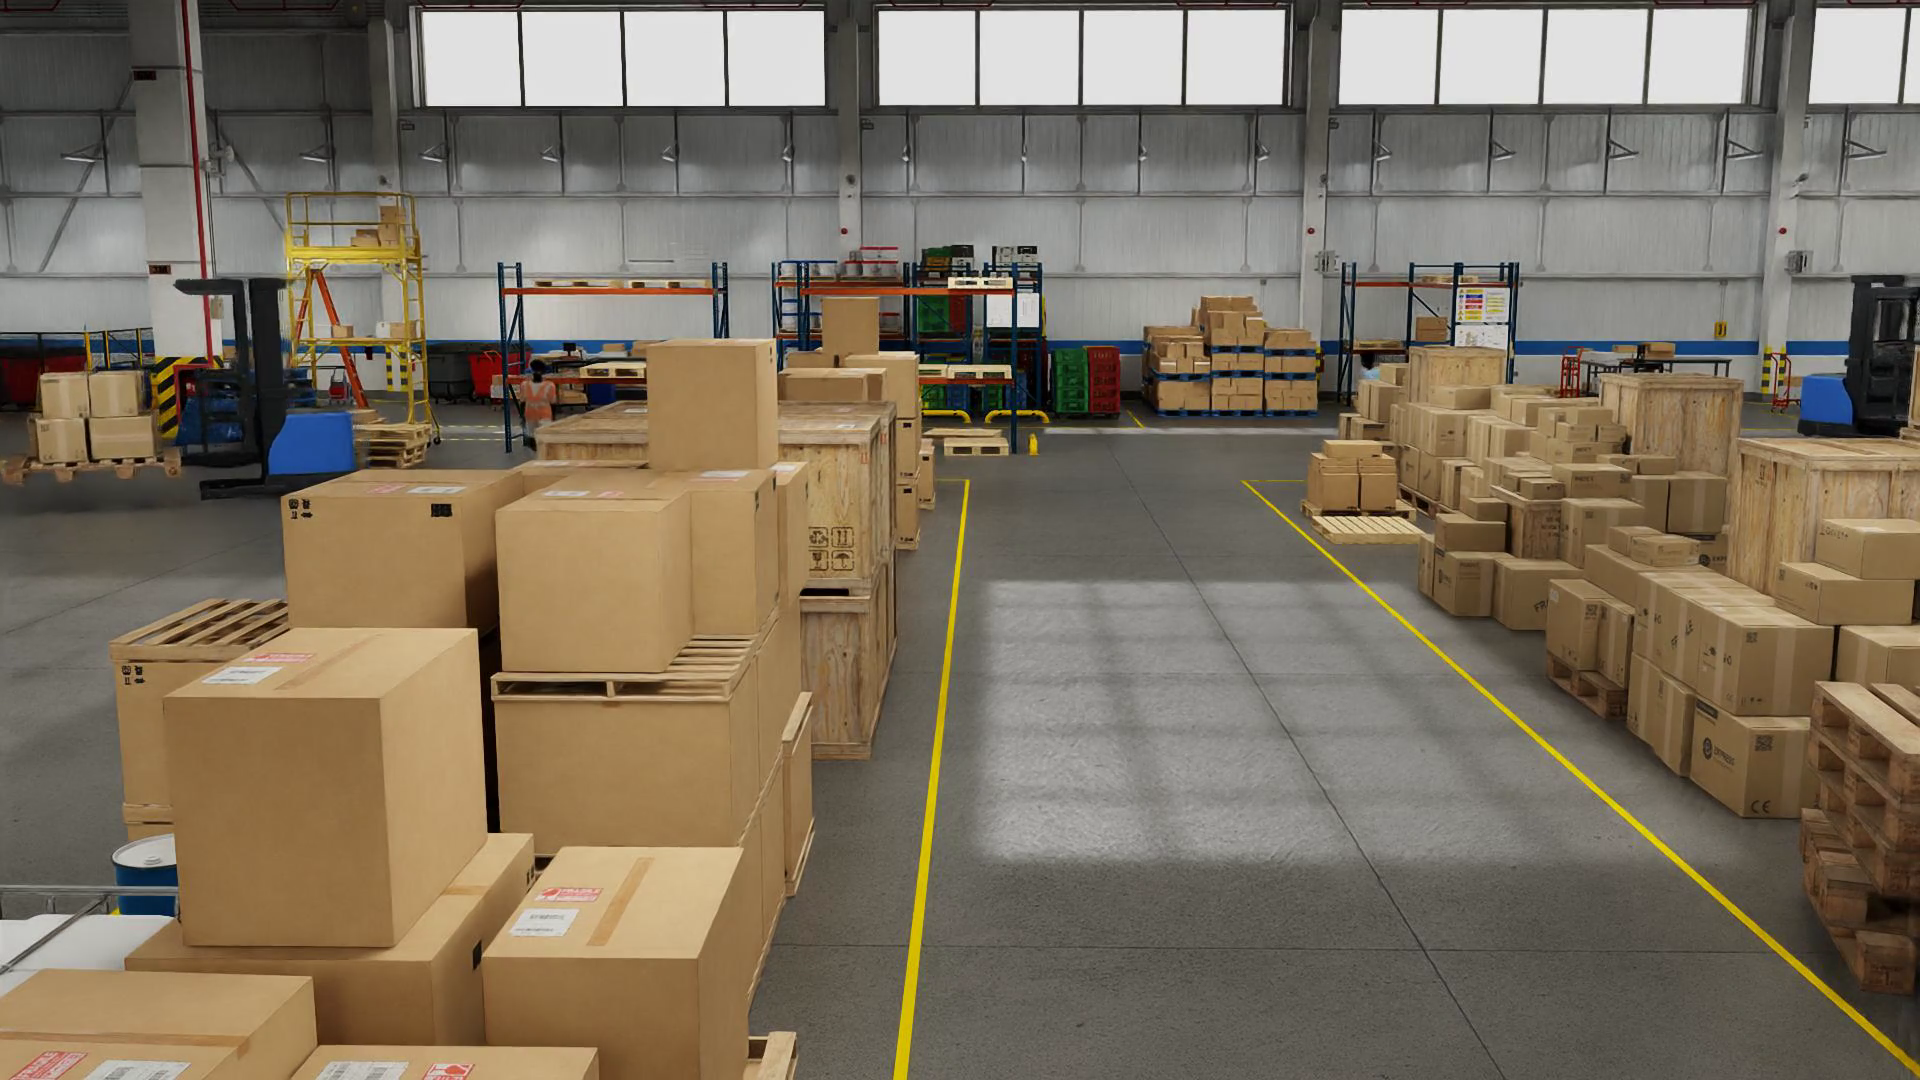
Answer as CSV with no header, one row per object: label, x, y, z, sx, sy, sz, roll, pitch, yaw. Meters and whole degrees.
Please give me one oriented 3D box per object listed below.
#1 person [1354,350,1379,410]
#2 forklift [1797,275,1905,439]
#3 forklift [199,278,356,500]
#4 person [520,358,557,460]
person,6.400,-2.150,26.154,0.758,1.646,0.627,-2,10,-14
forklift,15.408,-3.089,28.137,1.129,2.768,1.873,-5,11,-26
forklift,-8.968,-2.007,21.656,1.873,2.768,1.129,-4,10,-25
person,-5.958,-1.738,23.577,0.535,1.685,0.463,1,10,5
